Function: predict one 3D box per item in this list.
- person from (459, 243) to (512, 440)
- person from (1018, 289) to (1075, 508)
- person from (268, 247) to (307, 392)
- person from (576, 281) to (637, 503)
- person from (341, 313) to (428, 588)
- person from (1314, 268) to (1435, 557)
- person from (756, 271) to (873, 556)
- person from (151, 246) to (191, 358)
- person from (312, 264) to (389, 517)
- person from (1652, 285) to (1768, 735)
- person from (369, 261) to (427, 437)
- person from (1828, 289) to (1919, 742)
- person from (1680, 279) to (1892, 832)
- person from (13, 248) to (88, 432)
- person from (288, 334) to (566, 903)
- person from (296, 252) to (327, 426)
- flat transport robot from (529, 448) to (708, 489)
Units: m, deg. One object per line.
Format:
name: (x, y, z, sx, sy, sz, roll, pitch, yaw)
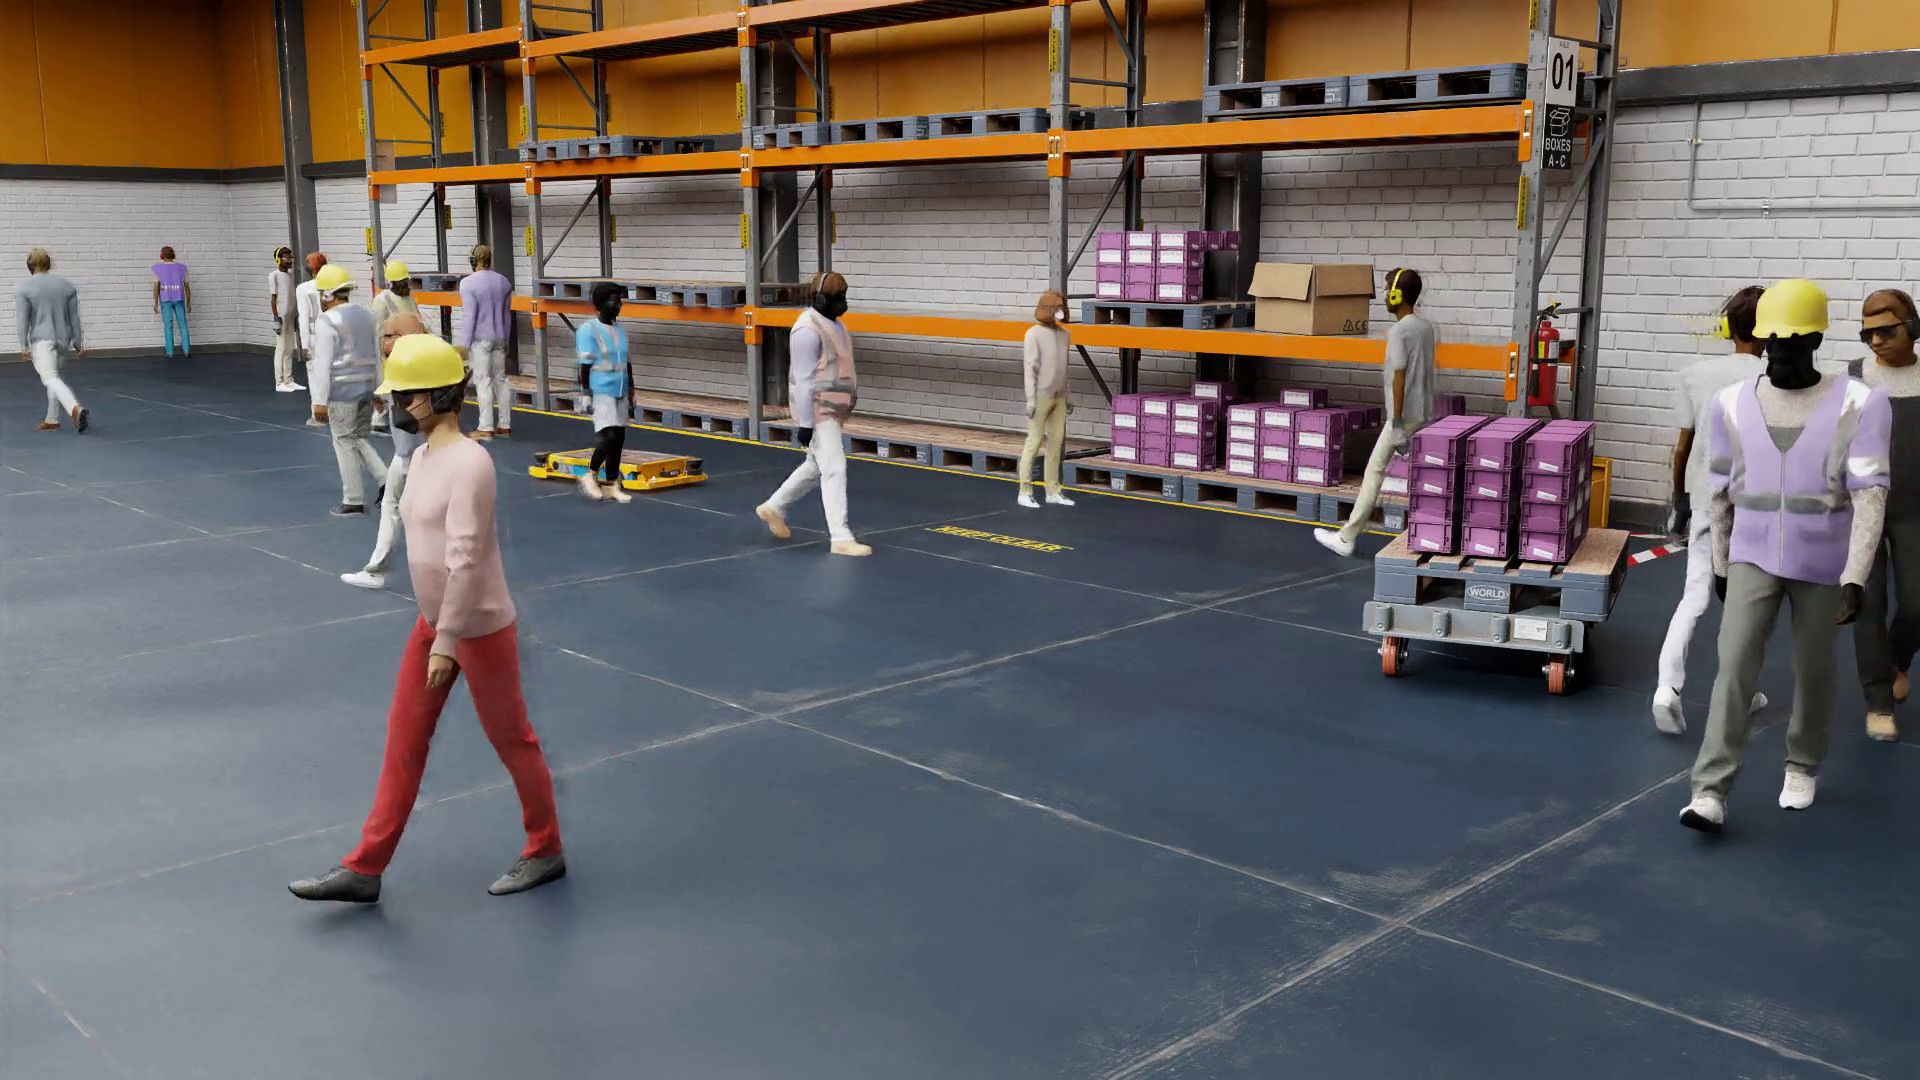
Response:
person: (-4.702, -1.958, 16.496, 0.355, 1.938, 0.637, 6, 12, 28)
person: (0.655, -1.056, 12.430, 0.291, 1.634, 0.506, 10, 14, 42)
person: (-8.765, -2.867, 21.644, 0.330, 1.872, 0.512, 2, 11, 9)
person: (-2.628, -1.096, 12.480, 0.370, 1.682, 0.547, 5, 12, 27)
person: (-3.104, -0.494, 9.476, 0.875, 1.582, 0.521, 2, 11, 10)
person: (2.692, -0.749, 10.239, 0.537, 1.821, 0.993, -10, 14, -43)
person: (-0.968, -0.802, 10.593, 0.825, 1.811, 0.647, 3, 11, 16)
person: (-13.020, -3.926, 27.496, 0.572, 1.840, 0.373, -8, 13, -38)
person: (-4.397, -1.063, 11.953, 0.468, 1.816, 0.612, 2, 11, 13)
person: (3.126, -0.120, 6.806, 0.517, 1.833, 0.925, 9, 14, 41)
person: (-5.518, -1.875, 16.533, 0.963, 1.769, 0.699, 3, 11, 15)
person: (3.770, -0.117, 6.796, 0.517, 1.814, 0.539, 5, 11, 24)
person: (2.784, 0.069, 5.633, 0.598, 1.871, 1.006, 8, 13, 38)
person: (-9.245, -2.025, 16.991, 0.912, 1.909, 0.636, 6, 12, 31)
person: (-1.580, 0.268, 4.930, 0.861, 1.727, 0.540, -9, 13, -39)
person: (-6.637, -2.097, 17.511, 0.859, 1.857, 0.598, 8, 13, 38)
flat transport robot: (-2.809, -0.599, 13.642, 1.431, 0.197, 0.652, 7, 13, 35)
